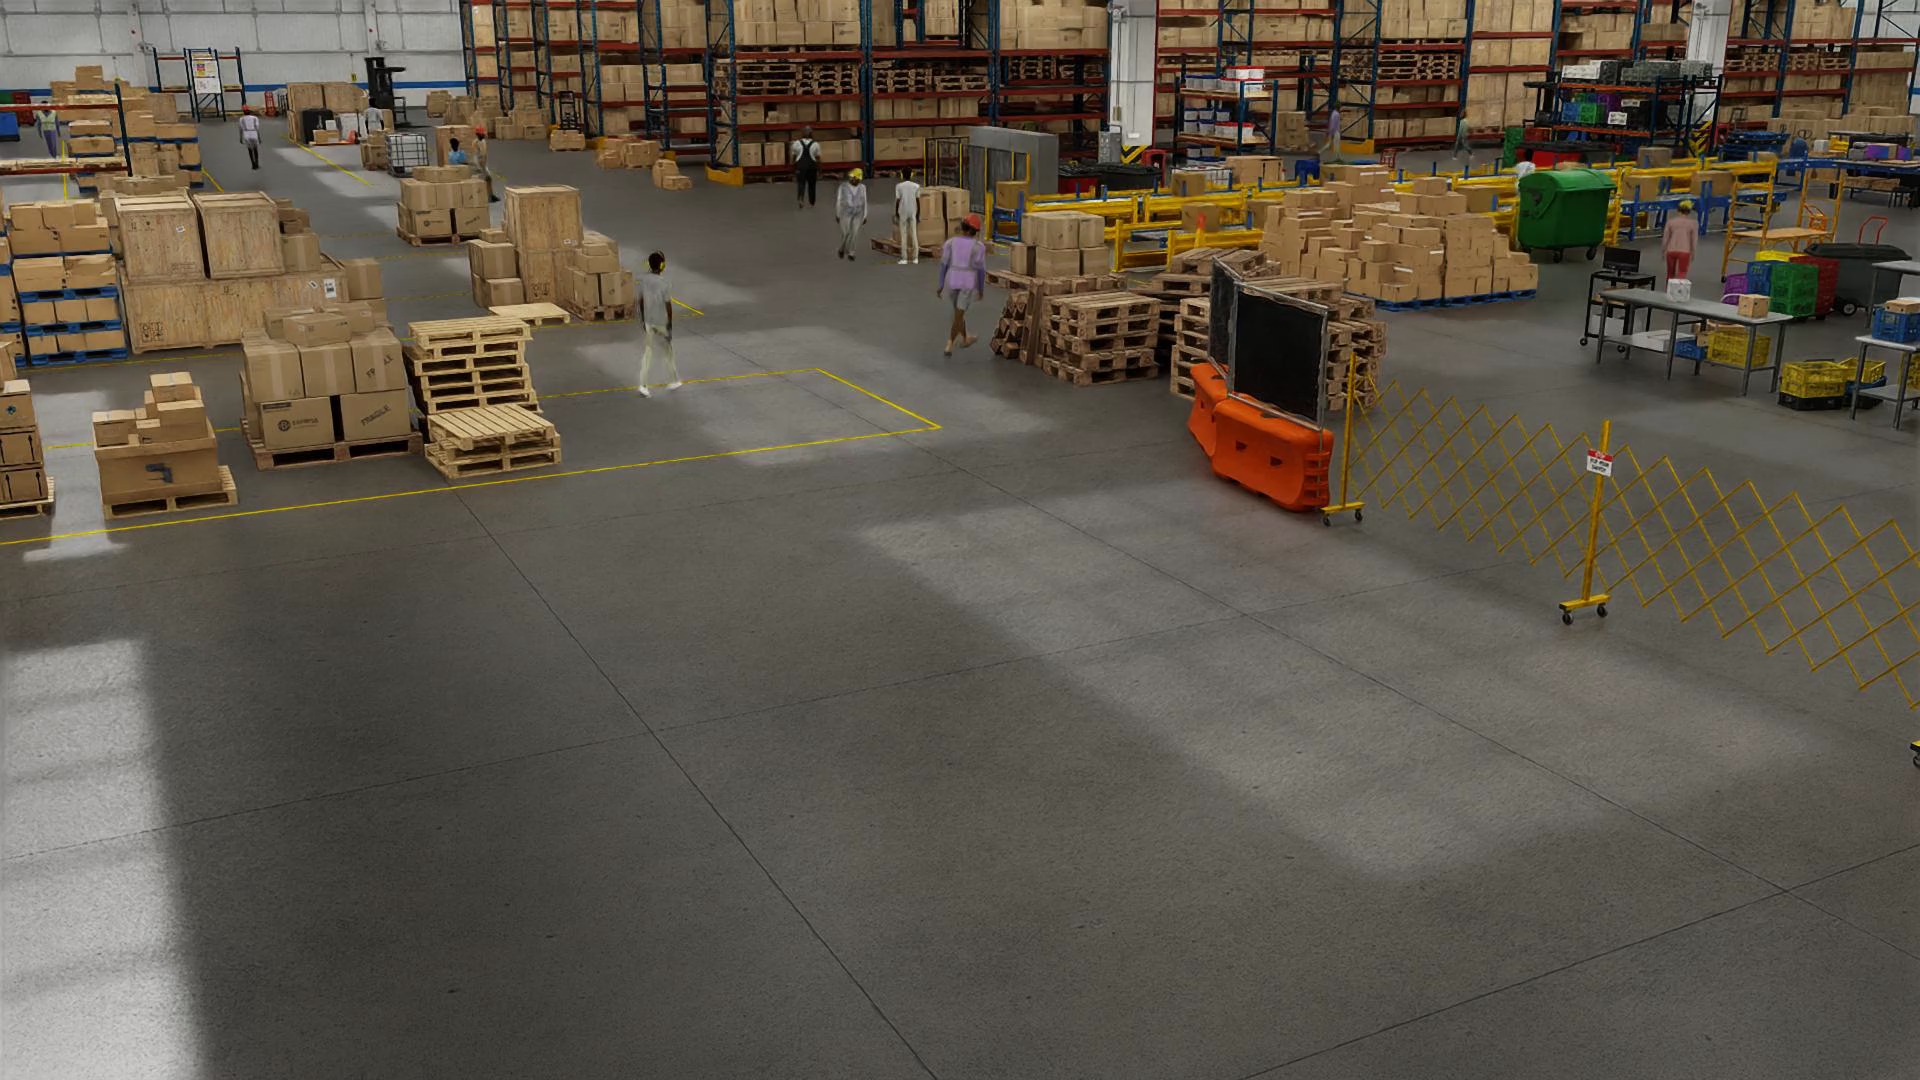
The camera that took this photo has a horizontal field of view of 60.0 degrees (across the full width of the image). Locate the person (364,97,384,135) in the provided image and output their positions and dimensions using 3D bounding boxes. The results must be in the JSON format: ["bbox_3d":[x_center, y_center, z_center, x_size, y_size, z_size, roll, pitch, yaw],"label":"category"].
[{"bbox_3d":[-18.930,-13.318,53.829,0.607,1.966,0.367,-1,18,-2],"label":"person"}]

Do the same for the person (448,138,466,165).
[{"bbox_3d":[-12.370,-9.090,41.099,0.544,1.681,0.566,8,19,24],"label":"person"}]

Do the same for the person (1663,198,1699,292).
[{"bbox_3d":[11.906,-4.774,27.554,0.525,1.749,0.568,10,20,28],"label":"person"}]

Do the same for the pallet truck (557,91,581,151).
[{"bbox_3d":[-13.495,-14.412,57.188,0.823,1.965,1.885,-3,18,-9],"label":"pallet truck"}]

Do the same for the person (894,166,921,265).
[{"bbox_3d":[-1.006,-6.194,31.782,0.523,1.865,0.317,-6,19,-17],"label":"person"}]

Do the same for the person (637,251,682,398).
[{"bbox_3d":[-3.857,-2.739,21.064,0.513,1.835,0.941,4,18,12],"label":"person"}]

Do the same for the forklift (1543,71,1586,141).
[{"bbox_3d":[18.685,-13.231,52.085,1.873,2.768,1.129,-9,20,-26],"label":"forklift"}]

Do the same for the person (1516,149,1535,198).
[{"bbox_3d":[12.854,-8.034,37.794,0.372,1.681,0.546,-7,19,-21],"label":"person"}]

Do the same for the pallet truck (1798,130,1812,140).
[{"bbox_3d":[25.526,-11.556,49.408,1.630,1.274,0.653,-9,20,-26],"label":"pallet truck"}]

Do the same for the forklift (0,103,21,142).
[{"bbox_3d":[-35.172,-15.788,60.054,1.873,2.768,1.129,10,20,29],"label":"forklift"}]

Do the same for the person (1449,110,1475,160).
[{"bbox_3d":[16.185,-13.000,53.418,0.762,1.604,0.501,-2,18,-7],"label":"person"}]

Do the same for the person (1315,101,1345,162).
[{"bbox_3d":[11.782,-12.928,52.730,0.890,1.908,0.642,3,18,9],"label":"person"}]

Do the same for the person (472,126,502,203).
[{"bbox_3d":[-11.935,-9.400,41.697,0.872,1.908,0.587,6,19,18],"label":"person"}]

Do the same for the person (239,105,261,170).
[{"bbox_3d":[-21.642,-12.265,50.641,0.569,1.902,0.808,-11,21,-31],"label":"person"}]

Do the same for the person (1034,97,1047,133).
[{"bbox_3d":[2.700,-13.806,55.470,0.721,1.893,0.642,-13,22,-35],"label":"person"}]

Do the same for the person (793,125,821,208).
[{"bbox_3d":[-3.723,-9.097,40.550,0.698,2.000,0.754,0,18,0],"label":"person"}]

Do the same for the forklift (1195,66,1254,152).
[{"bbox_3d":[9.065,-14.686,56.618,1.873,2.768,1.129,5,19,16],"label":"forklift"}]

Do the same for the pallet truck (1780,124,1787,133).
[{"bbox_3d":[25.206,-12.542,52.601,1.601,1.201,0.680,0,18,-2],"label":"pallet truck"}]

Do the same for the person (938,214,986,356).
[{"bbox_3d":[0.021,-3.617,23.606,0.680,1.965,1.070,7,19,21],"label":"person"}]

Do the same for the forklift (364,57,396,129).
[{"bbox_3d":[-23.452,-17.993,66.928,1.873,2.768,1.129,4,18,11],"label":"forklift"}]

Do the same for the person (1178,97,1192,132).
[{"bbox_3d":[8.417,-16.220,63.012,0.641,1.881,0.690,-9,20,-27],"label":"person"}]

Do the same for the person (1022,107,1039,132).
[{"bbox_3d":[2.262,-13.087,53.541,0.540,1.695,0.317,6,19,18],"label":"person"}]

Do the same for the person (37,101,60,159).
[{"bbox_3d":[-29.253,-13.147,53.422,0.595,1.885,0.948,-7,19,-21],"label":"person"}]

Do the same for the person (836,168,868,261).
[{"bbox_3d":[-2.092,-6.317,32.296,0.616,1.786,0.422,-7,19,-21],"label":"person"}]
